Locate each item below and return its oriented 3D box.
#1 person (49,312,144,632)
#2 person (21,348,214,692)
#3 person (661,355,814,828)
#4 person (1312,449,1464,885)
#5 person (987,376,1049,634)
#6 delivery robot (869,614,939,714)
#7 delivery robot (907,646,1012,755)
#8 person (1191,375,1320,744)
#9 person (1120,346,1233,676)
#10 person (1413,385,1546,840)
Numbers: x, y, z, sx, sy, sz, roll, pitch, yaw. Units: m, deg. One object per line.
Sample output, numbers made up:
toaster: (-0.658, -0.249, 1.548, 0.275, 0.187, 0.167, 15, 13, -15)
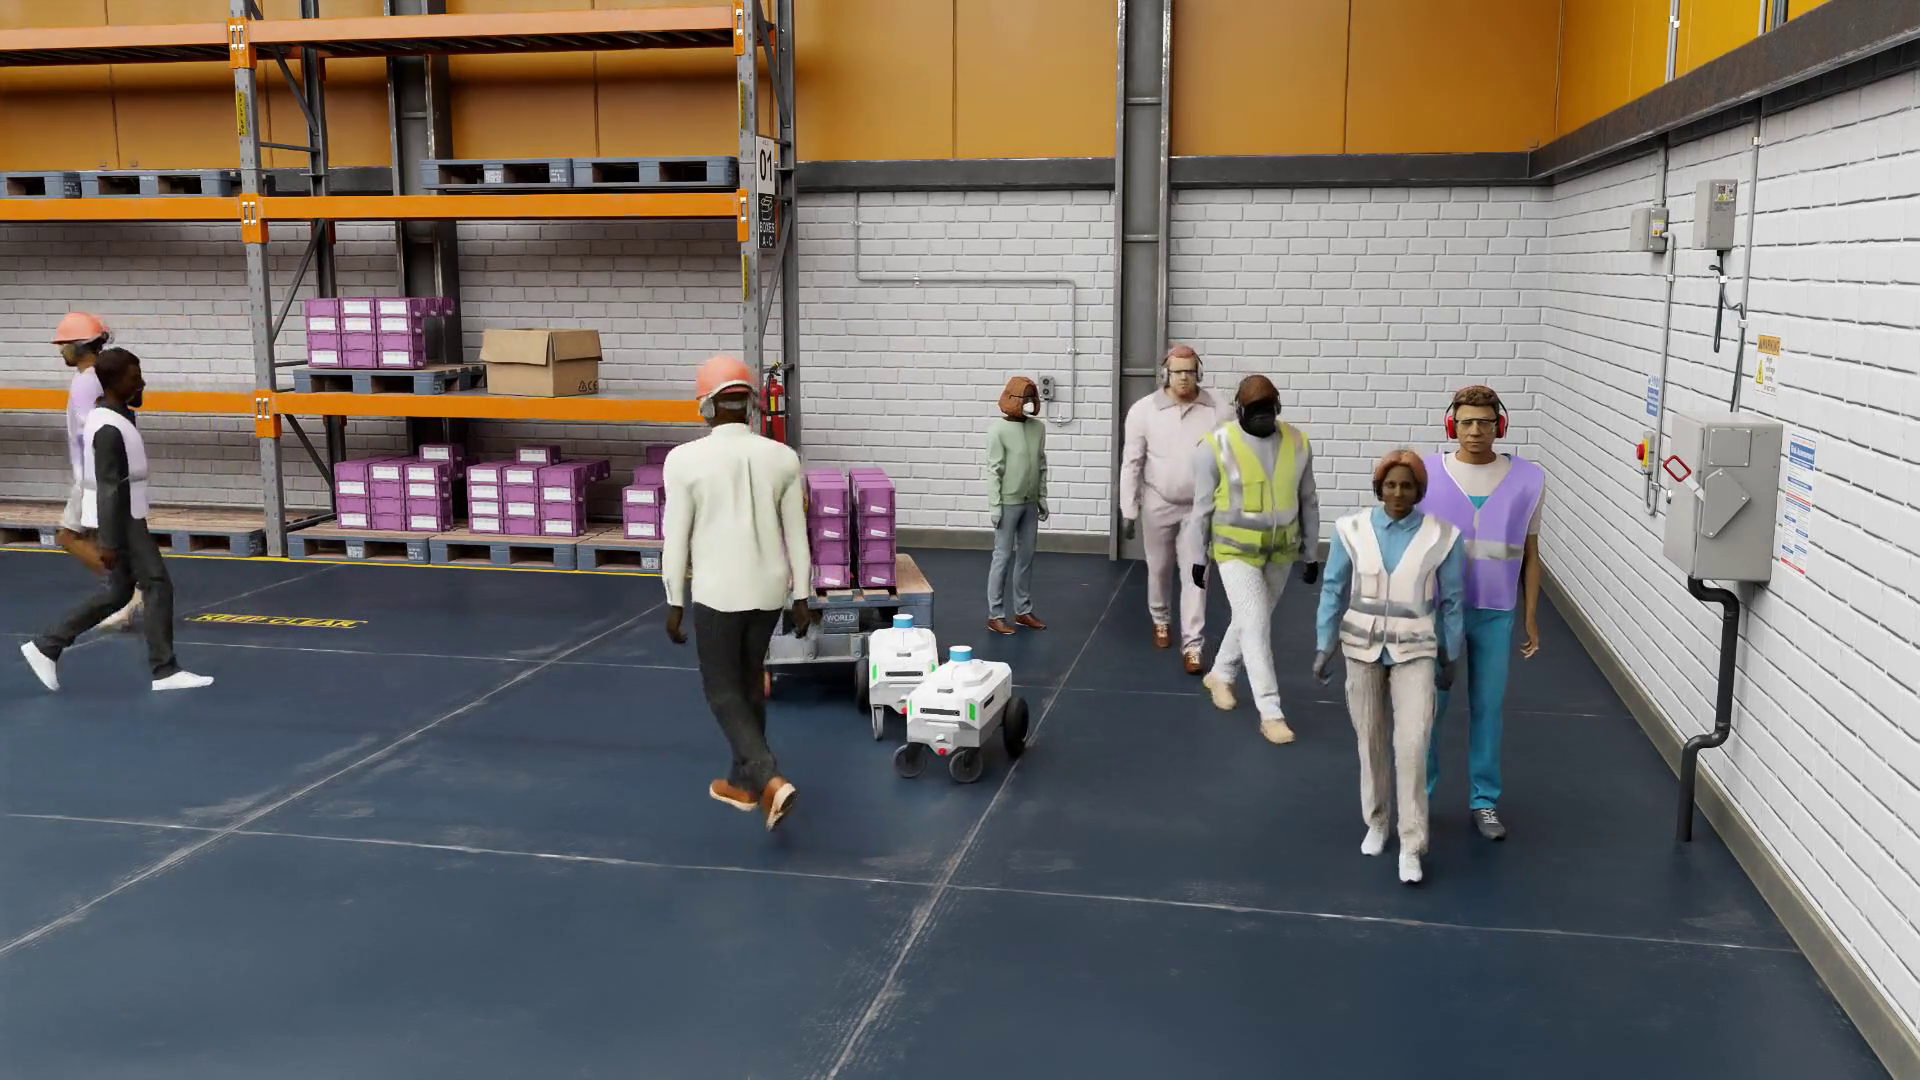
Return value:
person: (-5.418, -0.405, 10.392, 0.424, 2.023, 0.631, -2, 10, -11)
person: (-4.578, -0.090, 8.930, 0.837, 1.885, 0.589, -5, 11, -28)
person: (-0.867, 0.228, 6.808, 0.632, 1.961, 0.775, -6, 11, -34)
person: (1.614, 0.474, 6.327, 0.529, 1.614, 0.691, 4, 10, 23)
person: (0.362, -0.221, 10.492, 0.279, 1.624, 0.494, 9, 13, 44)
delivery robot: (-0.285, 0.618, 8.367, 0.477, 0.478, 0.707, 0, 9, -3)
delivery robot: (0.003, 0.733, 7.676, 0.477, 0.478, 0.707, 3, 10, 15)
person: (1.463, 0.054, 8.375, 0.641, 1.792, 0.925, -3, 10, -18)
person: (1.264, -0.209, 9.743, 0.662, 1.860, 1.005, 0, 9, 2)
person: (2.050, 0.291, 6.741, 0.570, 1.843, 0.368, 1, 10, 9)
